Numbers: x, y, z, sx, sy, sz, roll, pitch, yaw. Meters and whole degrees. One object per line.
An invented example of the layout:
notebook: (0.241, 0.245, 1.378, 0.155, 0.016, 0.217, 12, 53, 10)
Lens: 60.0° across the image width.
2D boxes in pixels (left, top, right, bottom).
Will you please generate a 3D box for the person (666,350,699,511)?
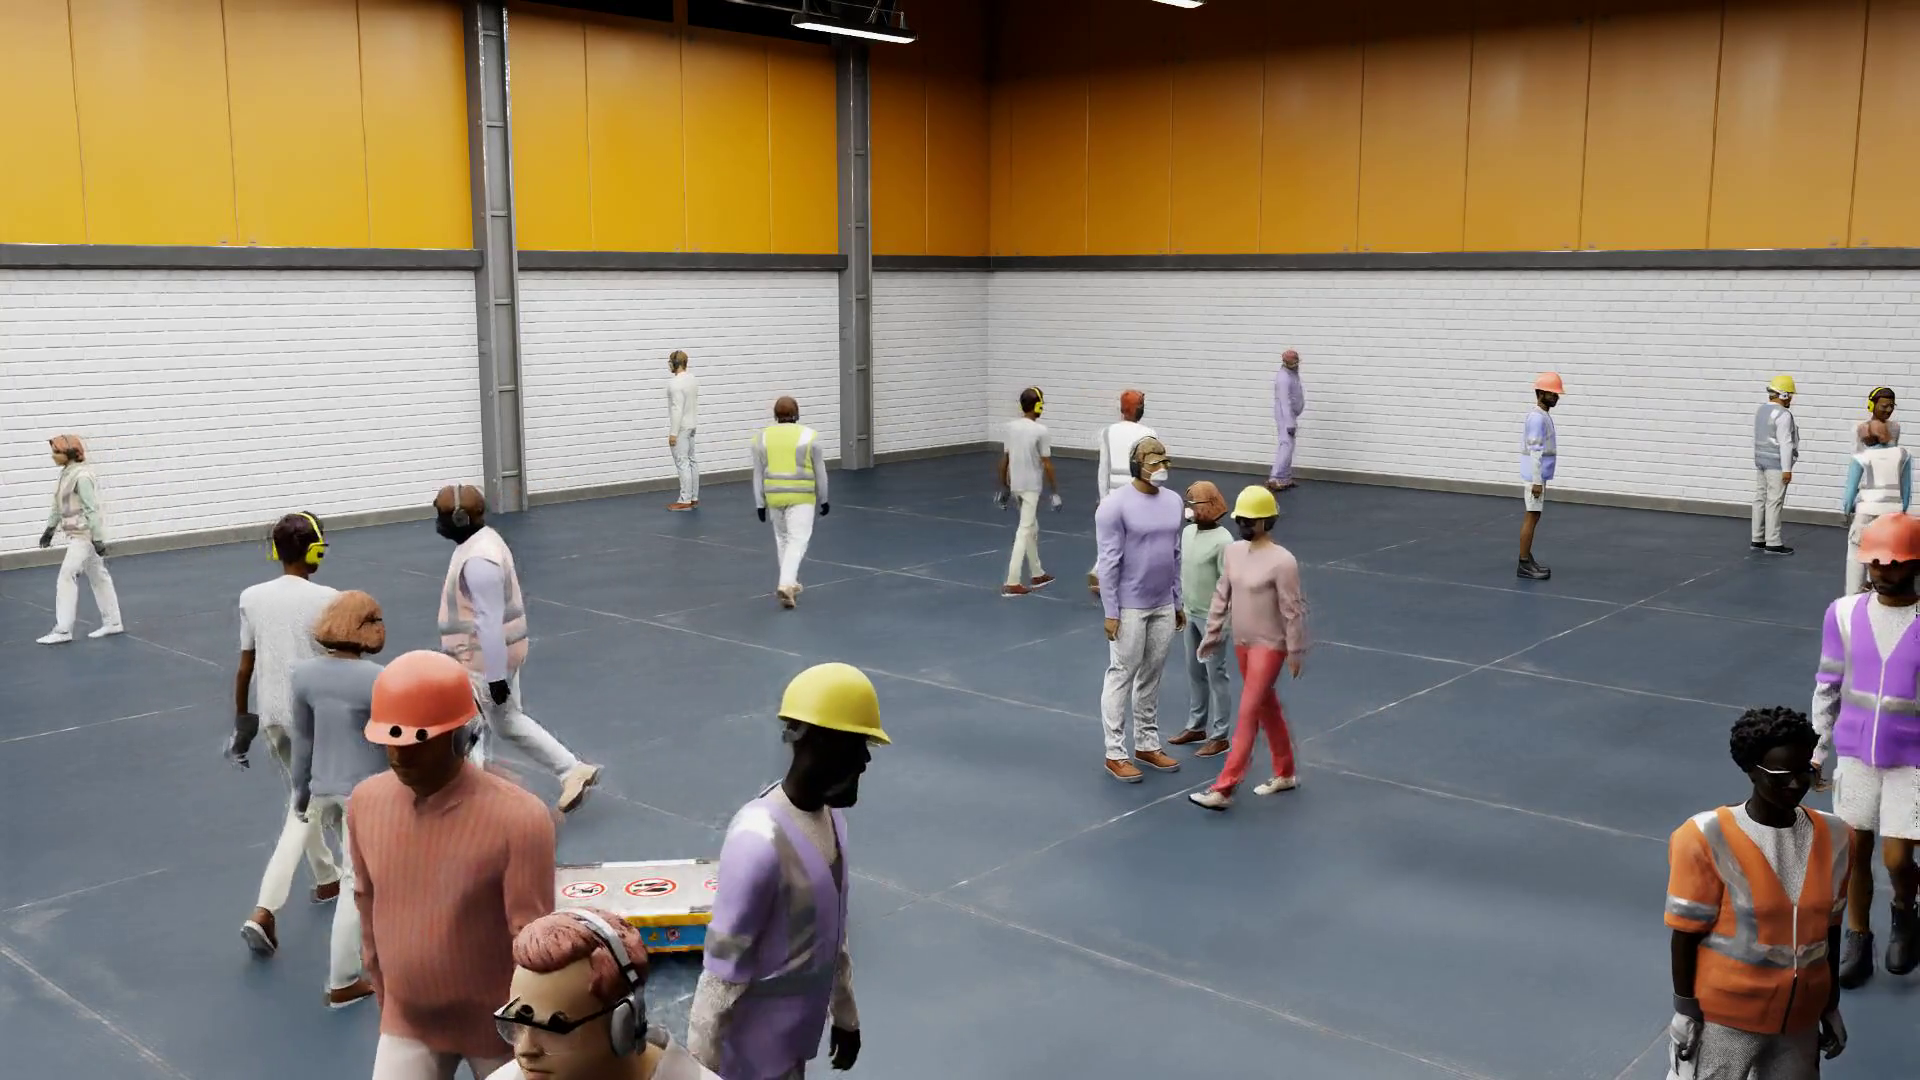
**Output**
person: (-3.353, -1.319, 20.057, 0.356, 1.938, 0.638, 2, 9, 12)

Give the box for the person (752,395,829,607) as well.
person: (-1.483, -0.342, 14.351, 0.629, 1.810, 0.891, 3, 9, 16)

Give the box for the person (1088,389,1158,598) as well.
person: (1.423, -0.360, 14.267, 0.582, 1.866, 0.618, 9, 12, 43)

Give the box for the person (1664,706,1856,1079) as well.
person: (2.162, 1.276, 4.526, 0.535, 1.697, 0.318, -1, 9, -9)

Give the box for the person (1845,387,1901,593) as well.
person: (8.118, -0.430, 14.757, 0.527, 1.856, 0.346, -2, 9, -15)

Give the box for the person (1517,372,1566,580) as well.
person: (5.442, -0.602, 15.576, 0.371, 1.930, 0.552, 4, 10, 21)

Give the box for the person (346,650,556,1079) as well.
person: (-1.280, 1.212, 4.216, 0.628, 1.930, 1.050, 2, 9, 14)

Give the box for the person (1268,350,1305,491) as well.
person: (4.321, -1.577, 21.936, 0.434, 1.865, 0.727, 2, 9, 14)

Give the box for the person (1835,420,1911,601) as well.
person: (7.797, -0.211, 14.151, 0.548, 1.613, 0.324, 1, 9, 6)

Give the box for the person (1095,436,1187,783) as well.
person: (1.037, 0.379, 9.398, 0.627, 1.940, 0.371, -7, 12, -39)

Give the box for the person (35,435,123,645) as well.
person: (-6.864, -0.001, 12.800, 0.760, 1.605, 0.521, -7, 11, -37)

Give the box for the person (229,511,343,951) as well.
person: (-2.898, 0.799, 7.173, 0.583, 1.824, 0.942, 2, 9, 13)

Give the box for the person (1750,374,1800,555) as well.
person: (8.319, -0.771, 16.960, 0.404, 1.830, 0.588, 0, 9, -3)

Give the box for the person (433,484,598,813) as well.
person: (-2.327, 0.596, 8.503, 0.823, 1.805, 0.656, -2, 9, -10)

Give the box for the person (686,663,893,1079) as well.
person: (-0.463, 1.238, 4.169, 0.602, 1.880, 0.601, 1, 9, 8)

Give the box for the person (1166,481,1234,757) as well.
person: (1.442, 0.460, 9.841, 0.268, 1.632, 0.506, -4, 10, -26)

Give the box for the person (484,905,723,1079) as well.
person: (-0.526, 1.475, 2.744, 0.640, 1.868, 0.957, 4, 10, 22)

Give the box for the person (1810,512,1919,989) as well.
person: (3.645, 0.839, 6.565, 0.427, 1.918, 0.562, -8, 12, -40)

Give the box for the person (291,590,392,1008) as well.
person: (-2.338, 0.986, 6.633, 0.522, 1.602, 0.729, 3, 10, 20)

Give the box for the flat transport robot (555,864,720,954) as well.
flat transport robot: (-1.238, 1.572, 7.125, 1.431, 0.197, 0.652, -1, 9, -6)

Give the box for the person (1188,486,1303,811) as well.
person: (1.508, 0.574, 8.850, 0.893, 1.726, 0.533, -5, 10, -28)

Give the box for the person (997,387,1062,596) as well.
person: (0.692, -0.439, 14.827, 0.854, 1.837, 0.554, -8, 12, -40)
